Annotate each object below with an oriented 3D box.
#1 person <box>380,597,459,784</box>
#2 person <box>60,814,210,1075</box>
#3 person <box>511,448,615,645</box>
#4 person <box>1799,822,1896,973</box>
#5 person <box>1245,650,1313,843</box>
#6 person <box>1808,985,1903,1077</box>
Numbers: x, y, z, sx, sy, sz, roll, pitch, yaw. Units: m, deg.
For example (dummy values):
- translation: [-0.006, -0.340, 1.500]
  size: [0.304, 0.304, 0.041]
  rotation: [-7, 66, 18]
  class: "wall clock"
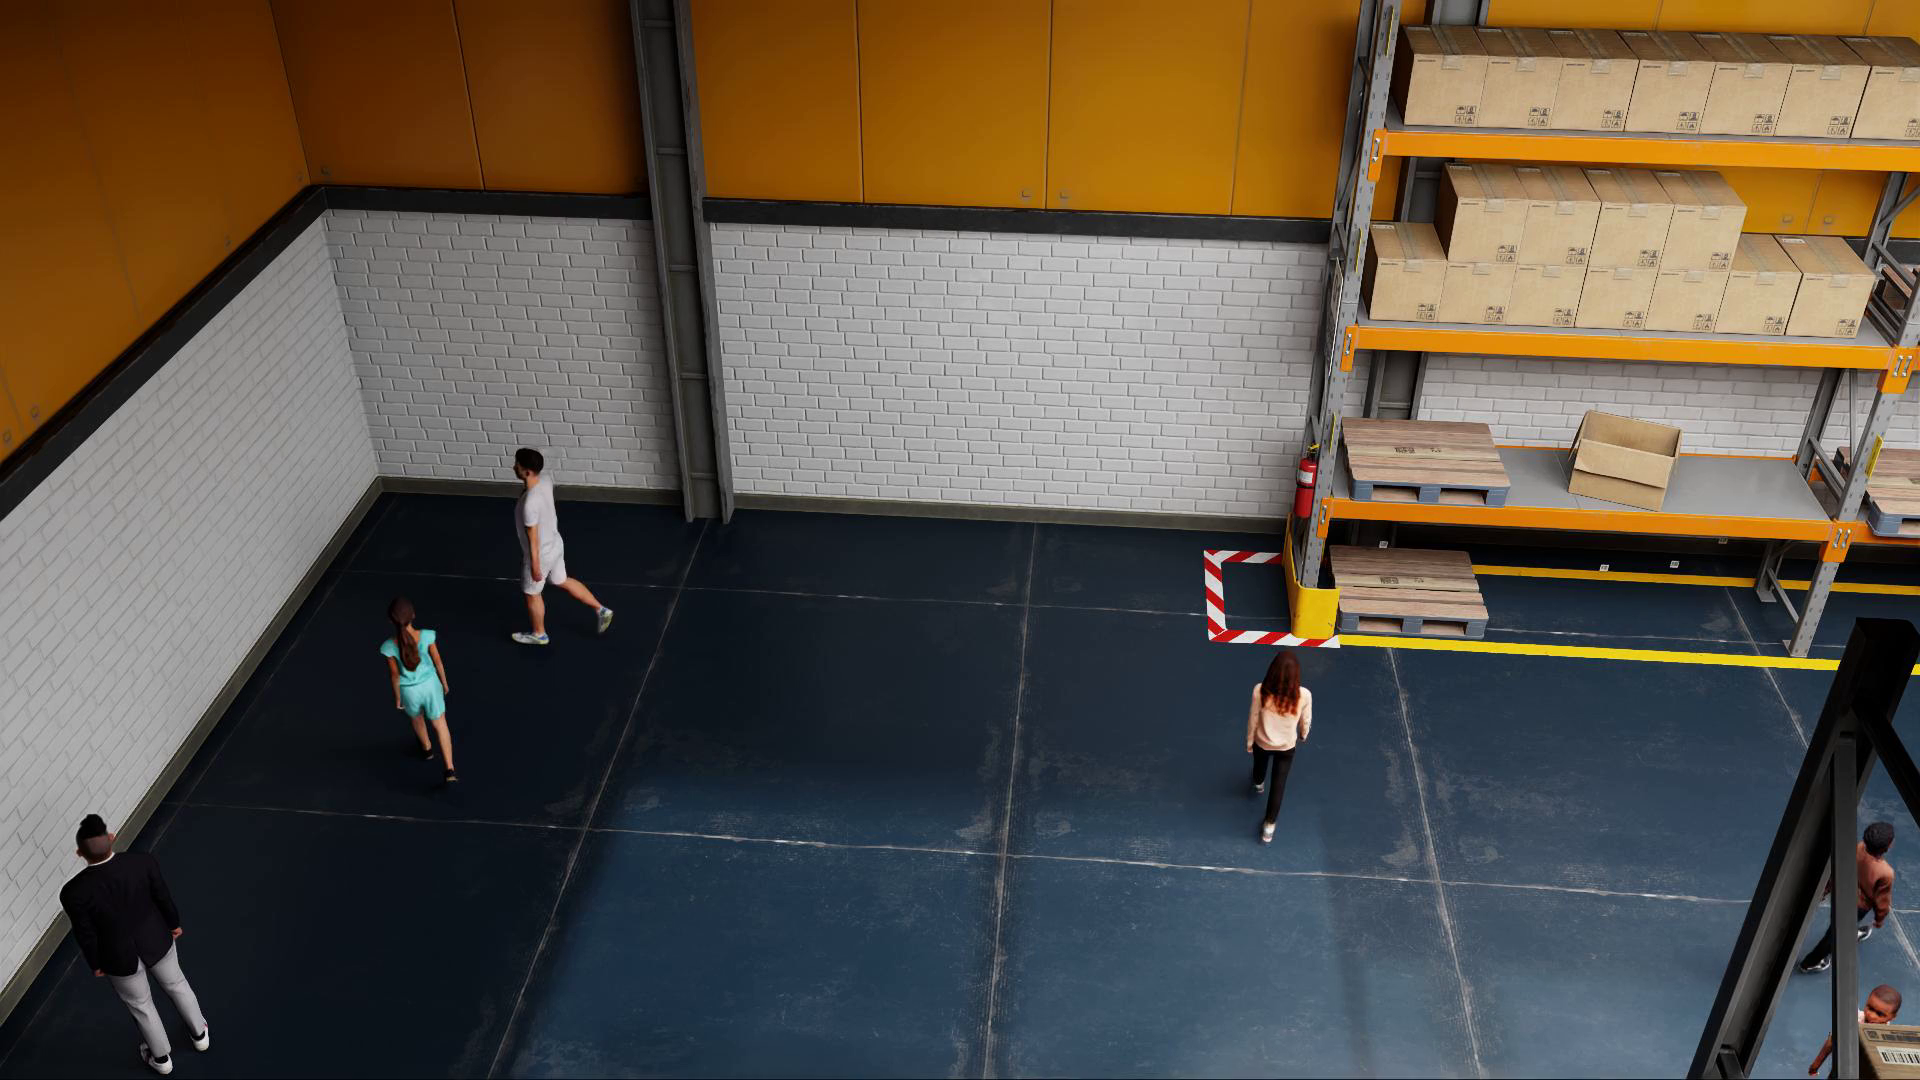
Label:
- translation: [-3.867, 1.100, 11.953]
  size: [1.018, 1.535, 0.932]
  rotation: [-14, 36, -19]
  class: "person"
- translation: [-4.819, 2.338, 9.707]
  size: [0.791, 1.959, 0.834]
  rotation: [-28, 43, -35]
  class: "person"
- translation: [-3.236, 0.076, 13.224]
  size: [1.089, 1.835, 0.711]
  rotation: [4, 34, 5]
  class: "person"
- translation: [5.565, 2.274, 10.462]
  size: [0.905, 1.231, 0.744]
  rotation: [-12, 35, -17]
  class: "person"
- translation: [2.179, 1.446, 11.515]
  size: [0.892, 1.443, 0.711]
  rotation: [6, 34, 9]
  class: "person"
- translation: [5.070, 2.978, 9.347]
  size: [0.849, 1.292, 0.756]
  rotation: [-18, 38, -25]
  class: "person"
